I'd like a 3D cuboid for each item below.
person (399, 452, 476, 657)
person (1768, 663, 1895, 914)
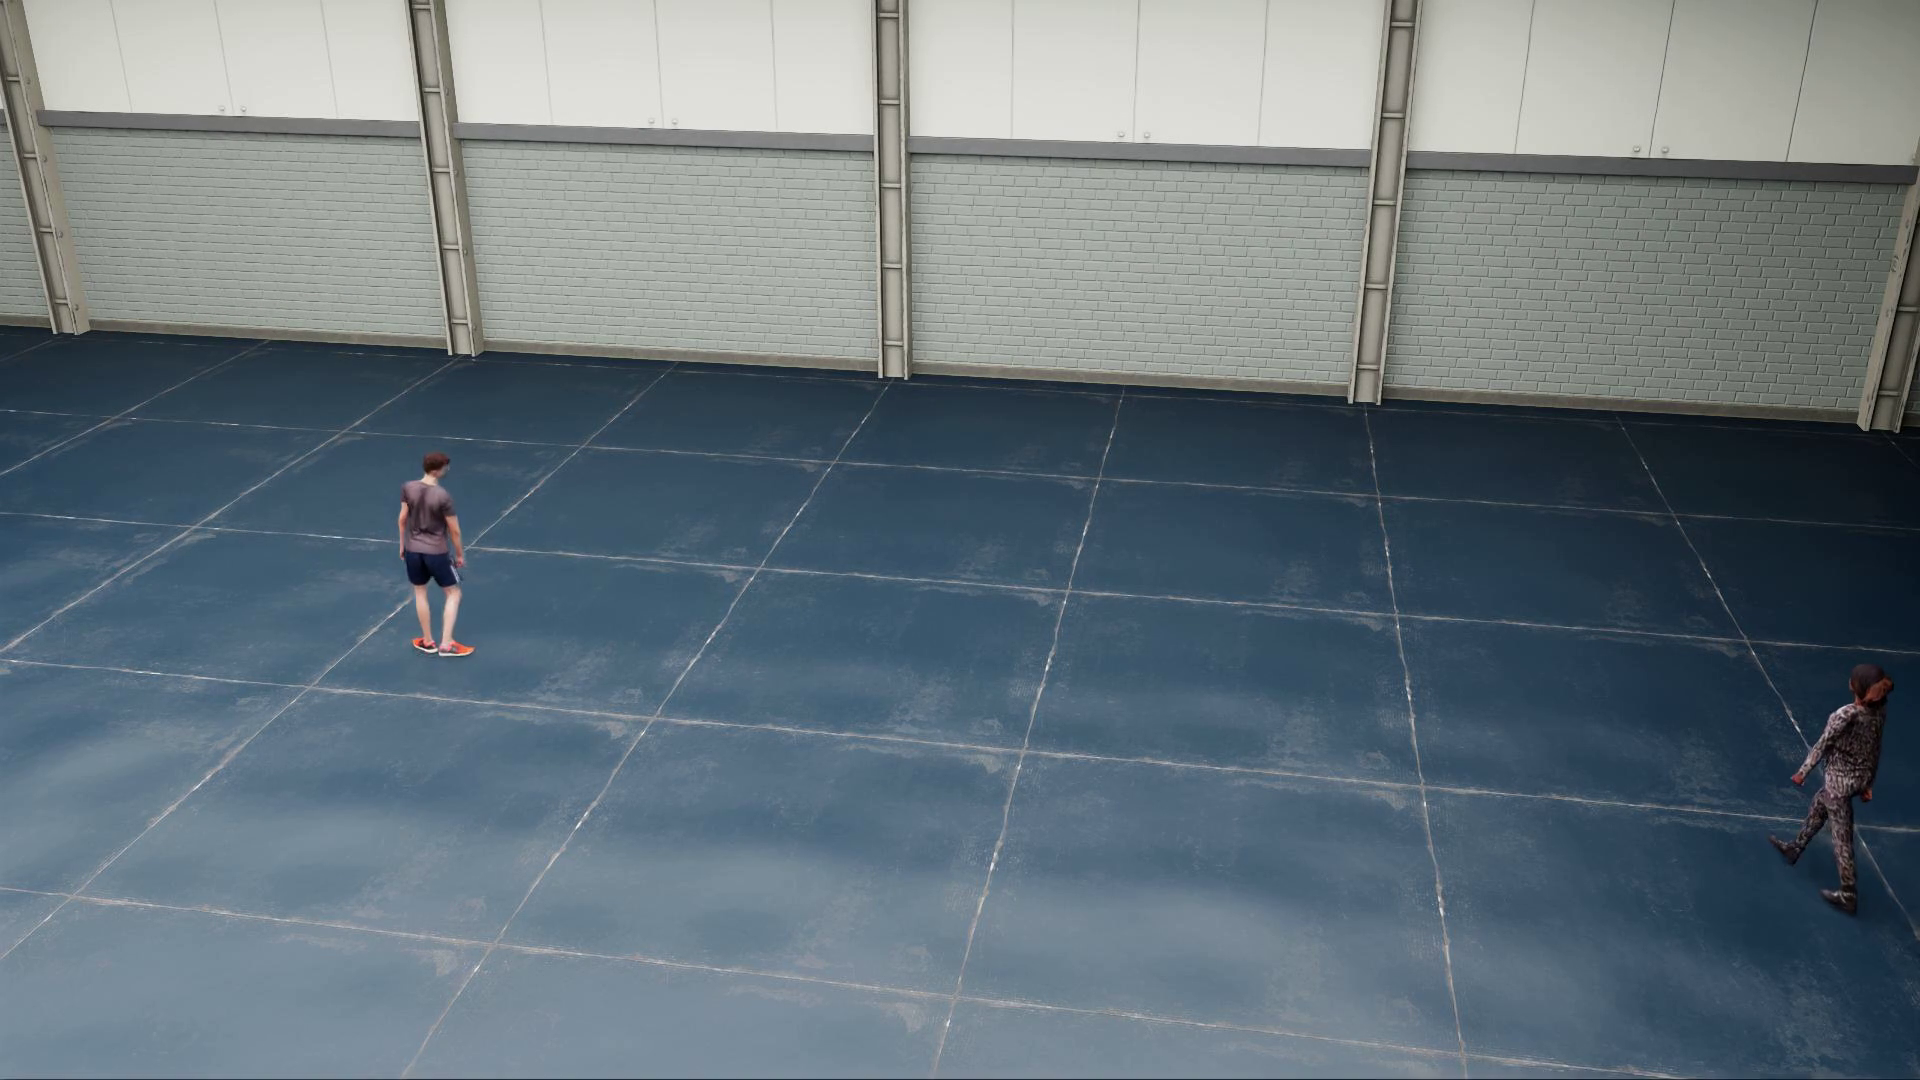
[{"bbox_3d":[-4.545,0.121,14.089,0.505,1.827,0.842,-2,23,-6],"label":"person"},{"bbox_3d":[5.770,1.631,10.726,1.027,1.681,0.991,-10,25,-23],"label":"person"}]
